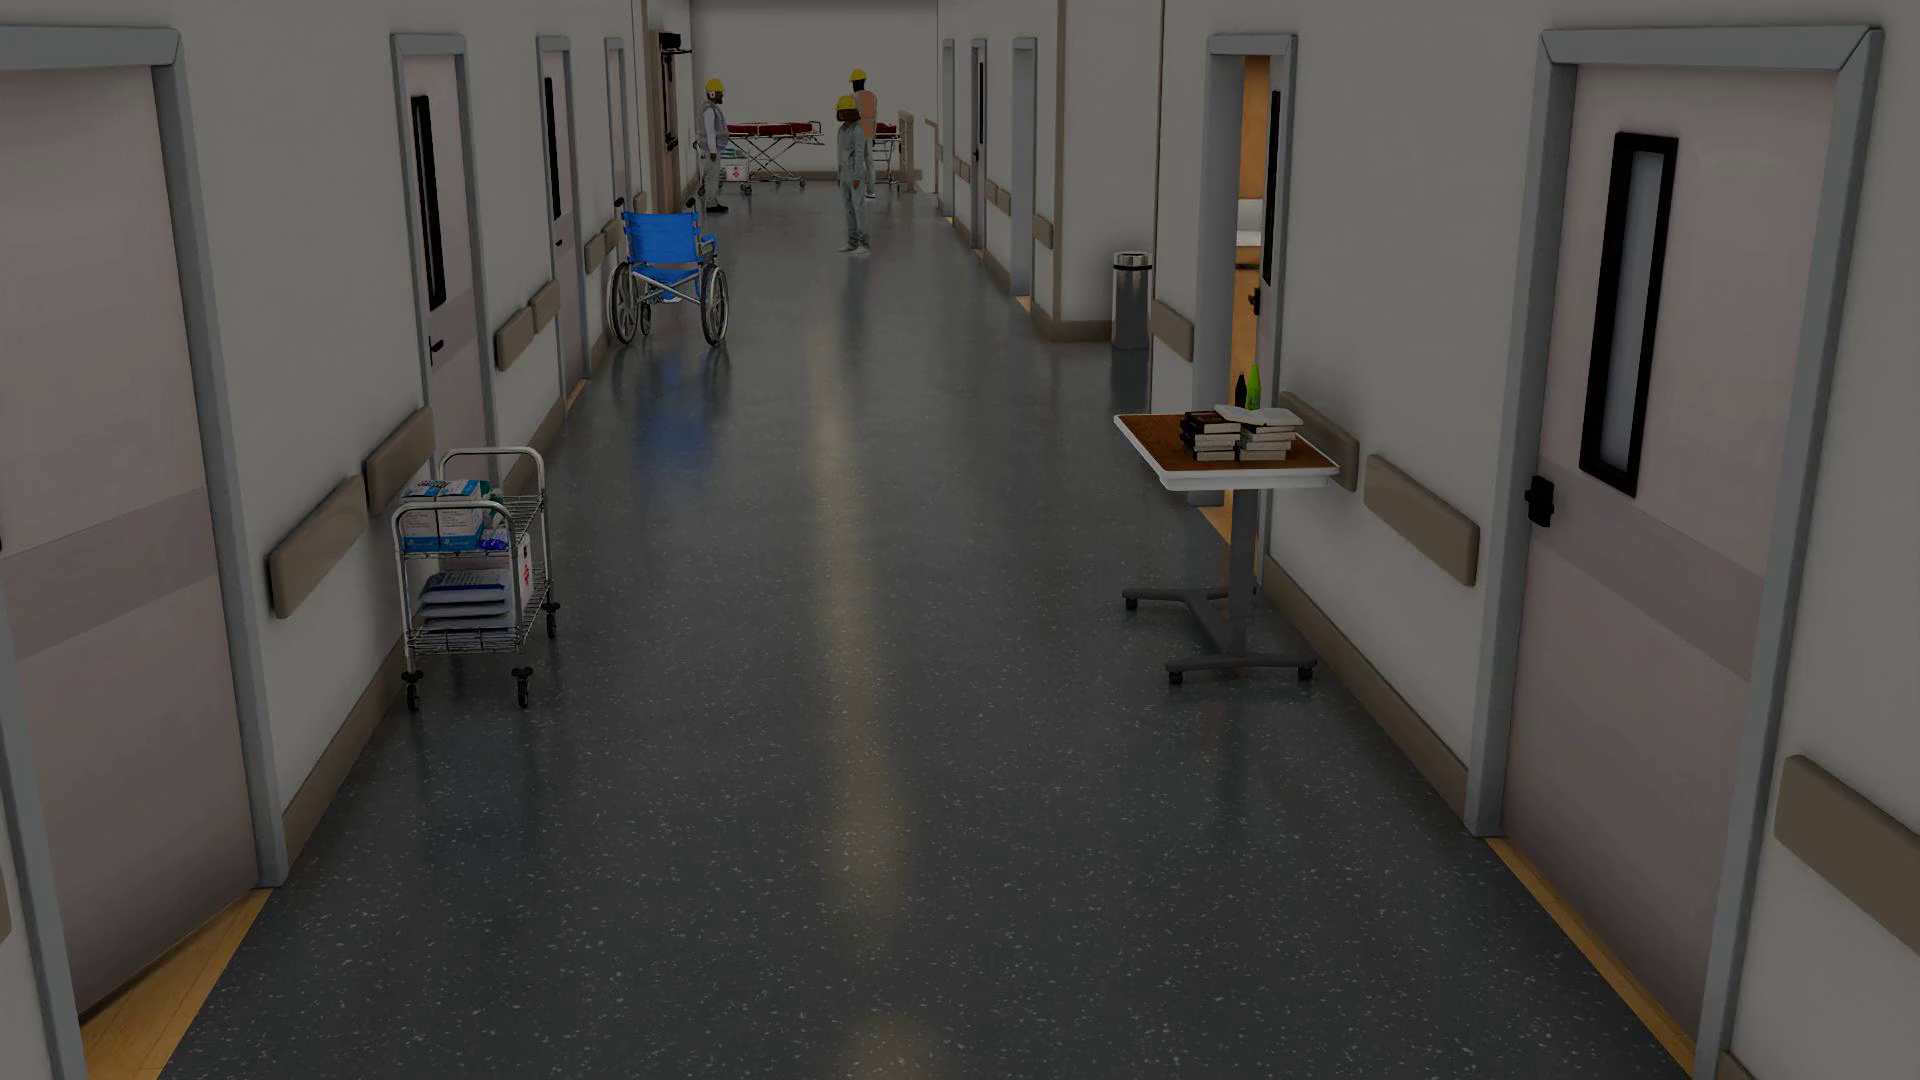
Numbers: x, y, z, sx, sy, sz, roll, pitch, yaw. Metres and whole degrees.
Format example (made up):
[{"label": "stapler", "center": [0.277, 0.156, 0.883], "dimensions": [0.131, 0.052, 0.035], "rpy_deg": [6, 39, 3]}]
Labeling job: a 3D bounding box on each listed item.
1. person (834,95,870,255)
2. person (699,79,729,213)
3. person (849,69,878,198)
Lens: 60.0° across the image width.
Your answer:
[{"label": "person", "center": [-1.227, -4.063, 18.551], "dimensions": [0.345, 1.737, 0.487], "rpy_deg": [-11, 20, -33]}, {"label": "person", "center": [-3.402, -5.456, 23.069], "dimensions": [0.404, 1.824, 0.586], "rpy_deg": [-1, 17, -5]}, {"label": "person", "center": [-1.497, -6.119, 25.115], "dimensions": [0.397, 1.920, 0.586], "rpy_deg": [14, 22, 39]}]
